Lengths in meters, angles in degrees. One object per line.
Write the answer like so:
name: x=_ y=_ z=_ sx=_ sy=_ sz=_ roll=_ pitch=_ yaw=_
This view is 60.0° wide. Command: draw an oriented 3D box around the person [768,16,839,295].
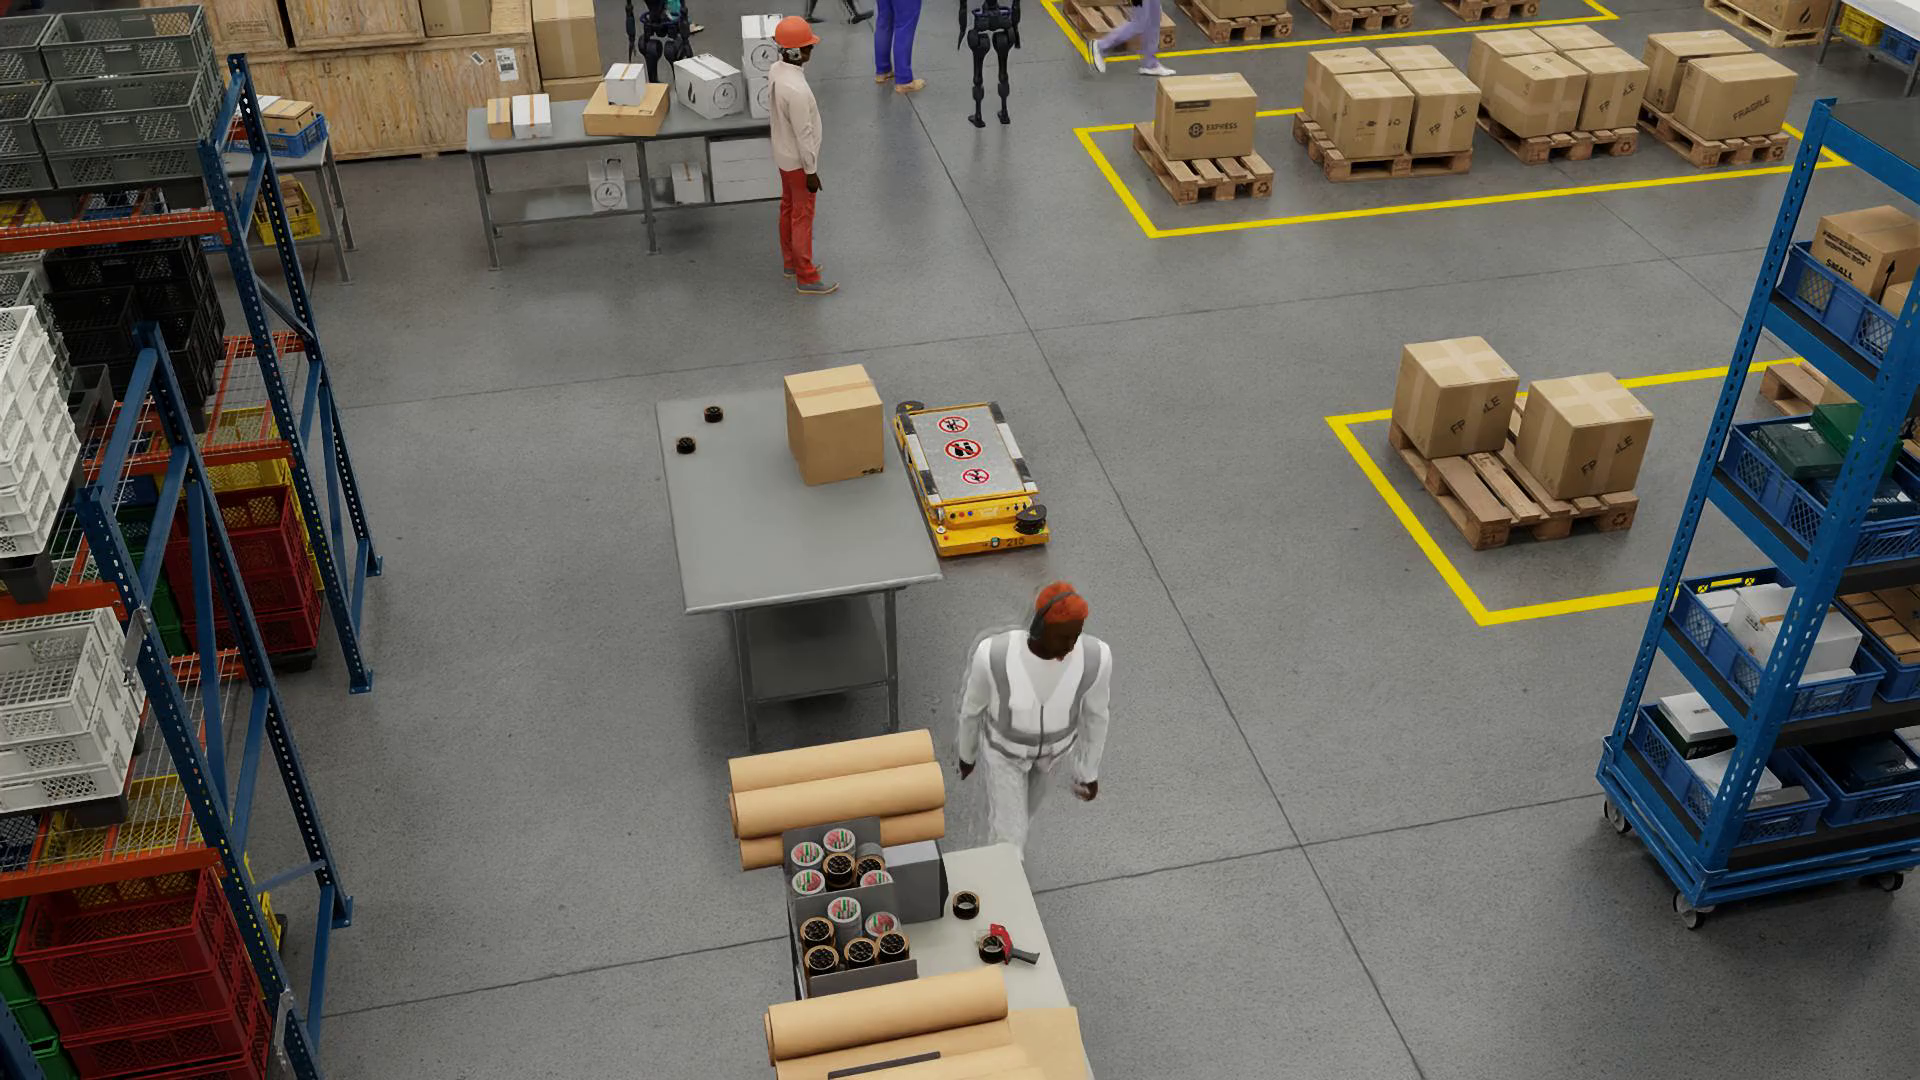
person: x=-1.135 y=-2.705 z=11.745 sx=0.376 sy=1.995 sz=0.610 roll=-14 pitch=39 yaw=-18

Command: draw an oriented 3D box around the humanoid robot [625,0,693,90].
humanoid robot: x=-2.536 y=-4.249 z=14.081 sx=0.579 sy=1.651 sz=0.307 roll=7 pitch=37 yaw=10

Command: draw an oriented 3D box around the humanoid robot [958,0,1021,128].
humanoid robot: x=0.254 y=-4.392 z=14.275 sx=0.555 sy=1.653 sz=0.319 roll=-9 pitch=38 yaw=-12

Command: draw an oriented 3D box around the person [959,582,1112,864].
person: x=0.318 y=0.931 z=6.983 sx=0.603 sy=1.839 sz=0.795 roll=-7 pitch=37 yaw=-10

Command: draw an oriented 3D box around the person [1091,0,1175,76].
person: x=1.629 y=-5.117 z=15.067 sx=0.722 sy=1.893 sz=0.603 roll=6 pitch=37 yaw=9

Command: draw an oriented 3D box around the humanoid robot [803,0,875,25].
humanoid robot: x=-1.250 y=-5.872 z=16.297 sx=0.748 sy=1.627 sz=0.573 roll=-7 pitch=37 yaw=-10

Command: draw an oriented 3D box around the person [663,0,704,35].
person: x=-2.818 y=-5.808 z=16.141 sx=0.553 sy=1.706 sz=0.929 roll=-29 pitch=45 yaw=-33

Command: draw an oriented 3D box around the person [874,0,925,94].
person: x=-0.527 y=-5.066 z=14.880 sx=0.535 sy=2.000 sz=0.683 roll=-26 pitch=44 yaw=-30

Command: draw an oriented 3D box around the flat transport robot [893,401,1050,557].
flat transport robot: x=0.046 y=-0.430 z=10.108 sx=0.652 sy=0.197 sz=1.431 roll=-8 pitch=37 yaw=-10
